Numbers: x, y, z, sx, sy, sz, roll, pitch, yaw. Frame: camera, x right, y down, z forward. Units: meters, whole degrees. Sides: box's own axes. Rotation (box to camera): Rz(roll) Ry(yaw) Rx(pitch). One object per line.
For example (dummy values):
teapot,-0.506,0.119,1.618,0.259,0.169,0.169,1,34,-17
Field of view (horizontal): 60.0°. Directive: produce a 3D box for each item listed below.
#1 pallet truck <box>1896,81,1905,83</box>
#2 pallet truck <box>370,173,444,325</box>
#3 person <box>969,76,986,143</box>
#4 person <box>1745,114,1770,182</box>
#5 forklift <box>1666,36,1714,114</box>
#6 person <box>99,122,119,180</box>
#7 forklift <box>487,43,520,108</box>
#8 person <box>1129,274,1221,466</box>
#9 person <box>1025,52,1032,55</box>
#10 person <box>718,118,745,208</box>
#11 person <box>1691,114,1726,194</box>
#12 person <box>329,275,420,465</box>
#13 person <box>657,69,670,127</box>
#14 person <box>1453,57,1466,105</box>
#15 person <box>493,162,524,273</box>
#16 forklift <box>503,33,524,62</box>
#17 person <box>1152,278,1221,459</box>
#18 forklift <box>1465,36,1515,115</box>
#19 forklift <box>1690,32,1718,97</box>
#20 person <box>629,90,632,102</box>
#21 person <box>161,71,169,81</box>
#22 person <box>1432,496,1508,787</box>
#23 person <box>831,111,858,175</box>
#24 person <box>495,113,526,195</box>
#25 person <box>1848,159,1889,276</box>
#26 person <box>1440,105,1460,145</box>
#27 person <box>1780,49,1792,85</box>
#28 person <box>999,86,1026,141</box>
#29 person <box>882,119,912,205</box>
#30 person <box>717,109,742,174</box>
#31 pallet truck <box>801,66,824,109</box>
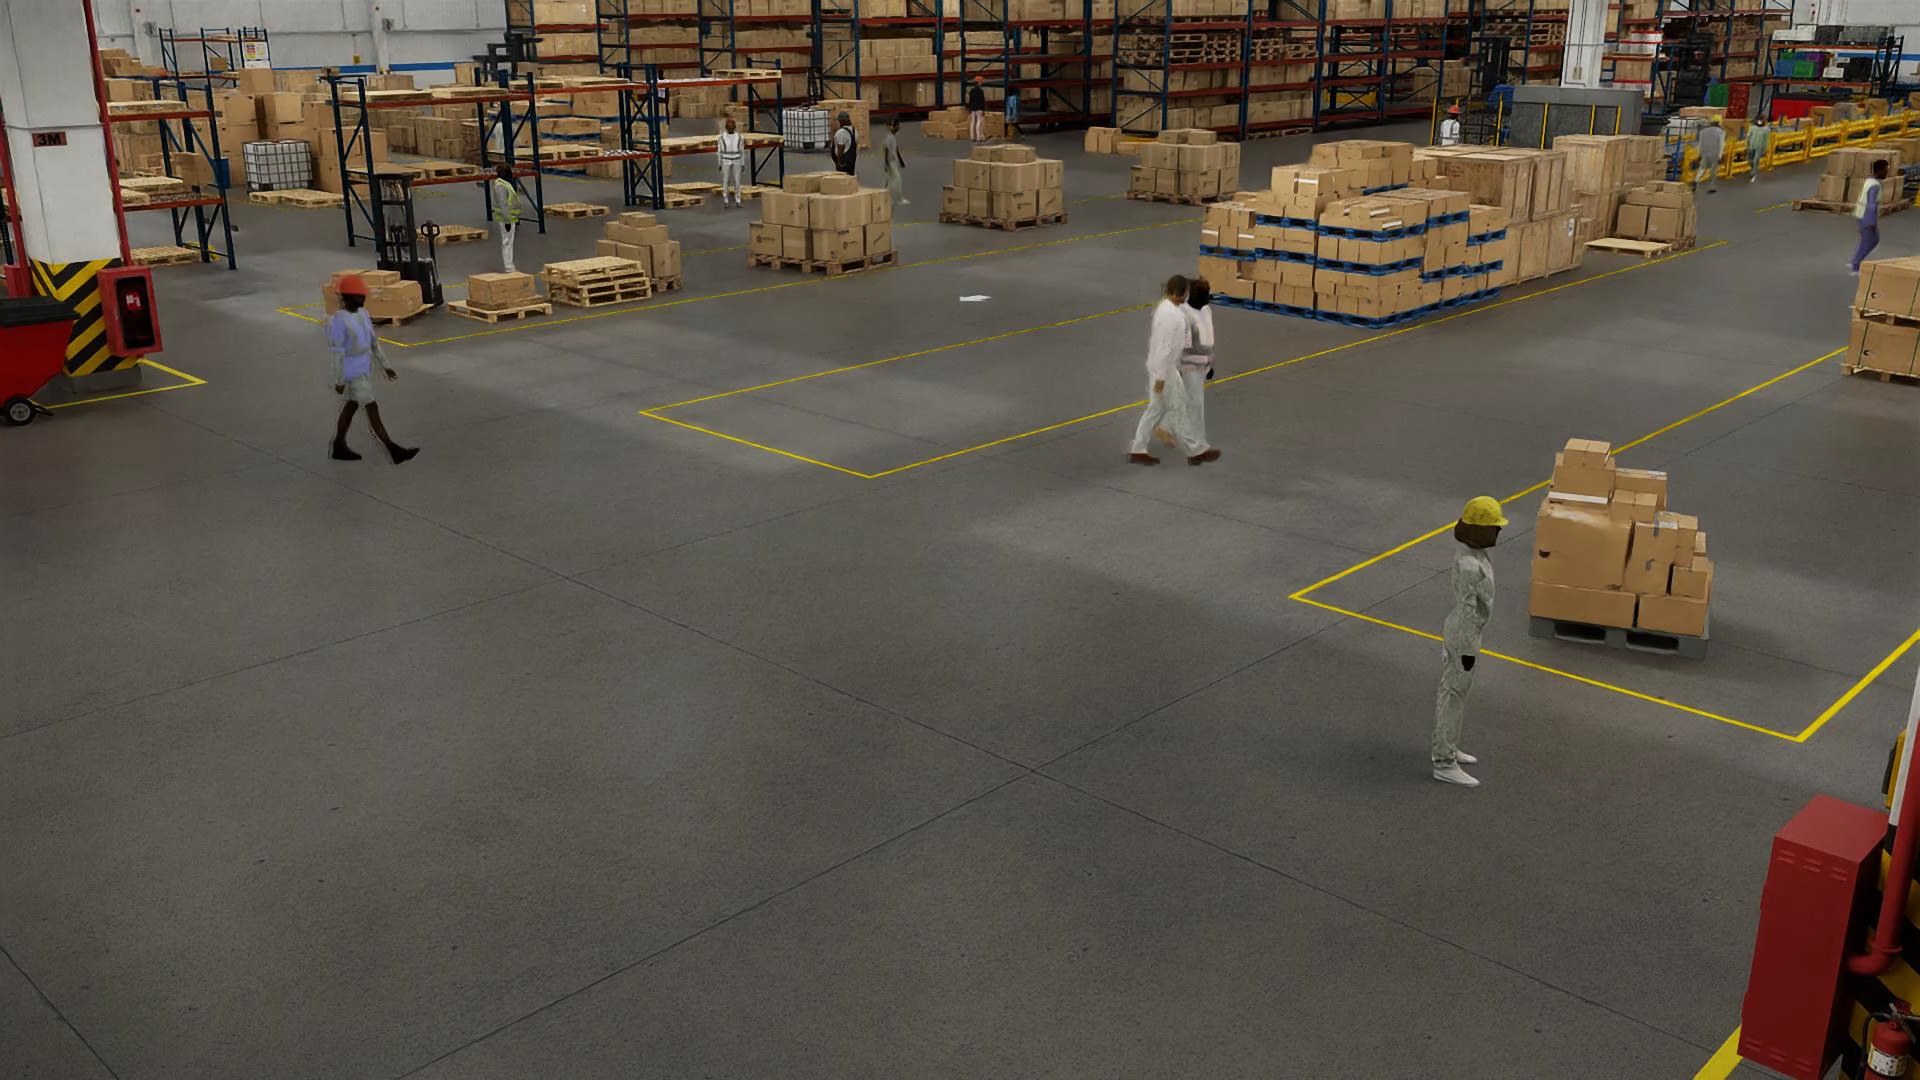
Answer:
pallet truck,34.802,-16.331,61.455,0.653,1.274,1.630,17,25,41
pallet truck,-8.209,-4.181,23.757,0.823,1.965,1.885,3,19,9
person,0.551,-13.138,50.748,0.397,1.992,0.621,-15,24,-39
person,19.466,-9.575,40.593,0.574,1.616,0.514,-16,24,-40
forklift,27.341,-17.291,61.877,1.129,2.768,1.873,17,25,41
person,-18.981,-8.443,36.799,0.584,1.873,1.015,-16,24,-39
forklift,-14.866,-14.828,54.456,1.873,2.768,1.129,17,25,41
person,2.133,-1.651,16.311,0.900,1.896,0.661,0,18,1
person,3.253,-22.887,80.154,1.073,1.993,0.611,-5,19,-14
person,-4.895,-8.069,35.652,0.574,1.884,0.356,-5,19,-16
person,17.117,-8.809,37.993,0.720,1.816,0.605,-14,23,-36
person,-5.861,-1.667,16.353,1.009,1.881,0.564,2,18,5
person,-10.097,-15.019,56.553,0.588,1.911,0.396,14,23,35
person,20.029,-18.352,66.591,0.821,1.917,0.555,-16,24,-40
person,-7.363,-5.218,27.123,0.429,1.846,0.626,-4,19,-11
forklift,-17.818,-18.864,66.617,1.129,2.768,1.873,17,25,41
person,2.297,-1.751,16.741,0.807,1.810,0.636,13,22,34
forklift,19.973,-17.201,61.605,1.873,2.768,1.129,16,24,40
forklift,29.938,-19.120,67.387,1.129,2.768,1.873,17,25,41
person,-10.520,-13.583,52.671,0.377,1.627,0.516,-2,19,-7
person,-26.701,-14.811,55.959,0.554,1.894,1.006,6,19,18
person,3.005,0.579,9.814,0.297,1.745,0.484,5,19,16
person,-2.511,-8.200,35.800,0.537,2.000,0.689,9,21,26
person,-10.312,-8.867,38.056,0.649,1.889,1.012,-16,24,-39
person,14.827,-5.234,27.080,0.464,1.899,0.615,8,20,23
person,11.444,-9.161,38.854,0.375,1.939,0.546,-9,20,-24
person,40.140,-22.920,80.657,0.536,1.714,0.942,16,24,40
person,1.646,-13.134,51.277,0.807,1.670,0.552,5,19,14
person,-1.376,-8.220,36.201,0.856,1.831,0.497,2,19,7
person,-5.891,-10.145,42.321,0.515,1.616,0.730,13,23,35
pallet truck,-4.812,-15.182,56.903,0.823,1.965,1.885,-9,21,-26
